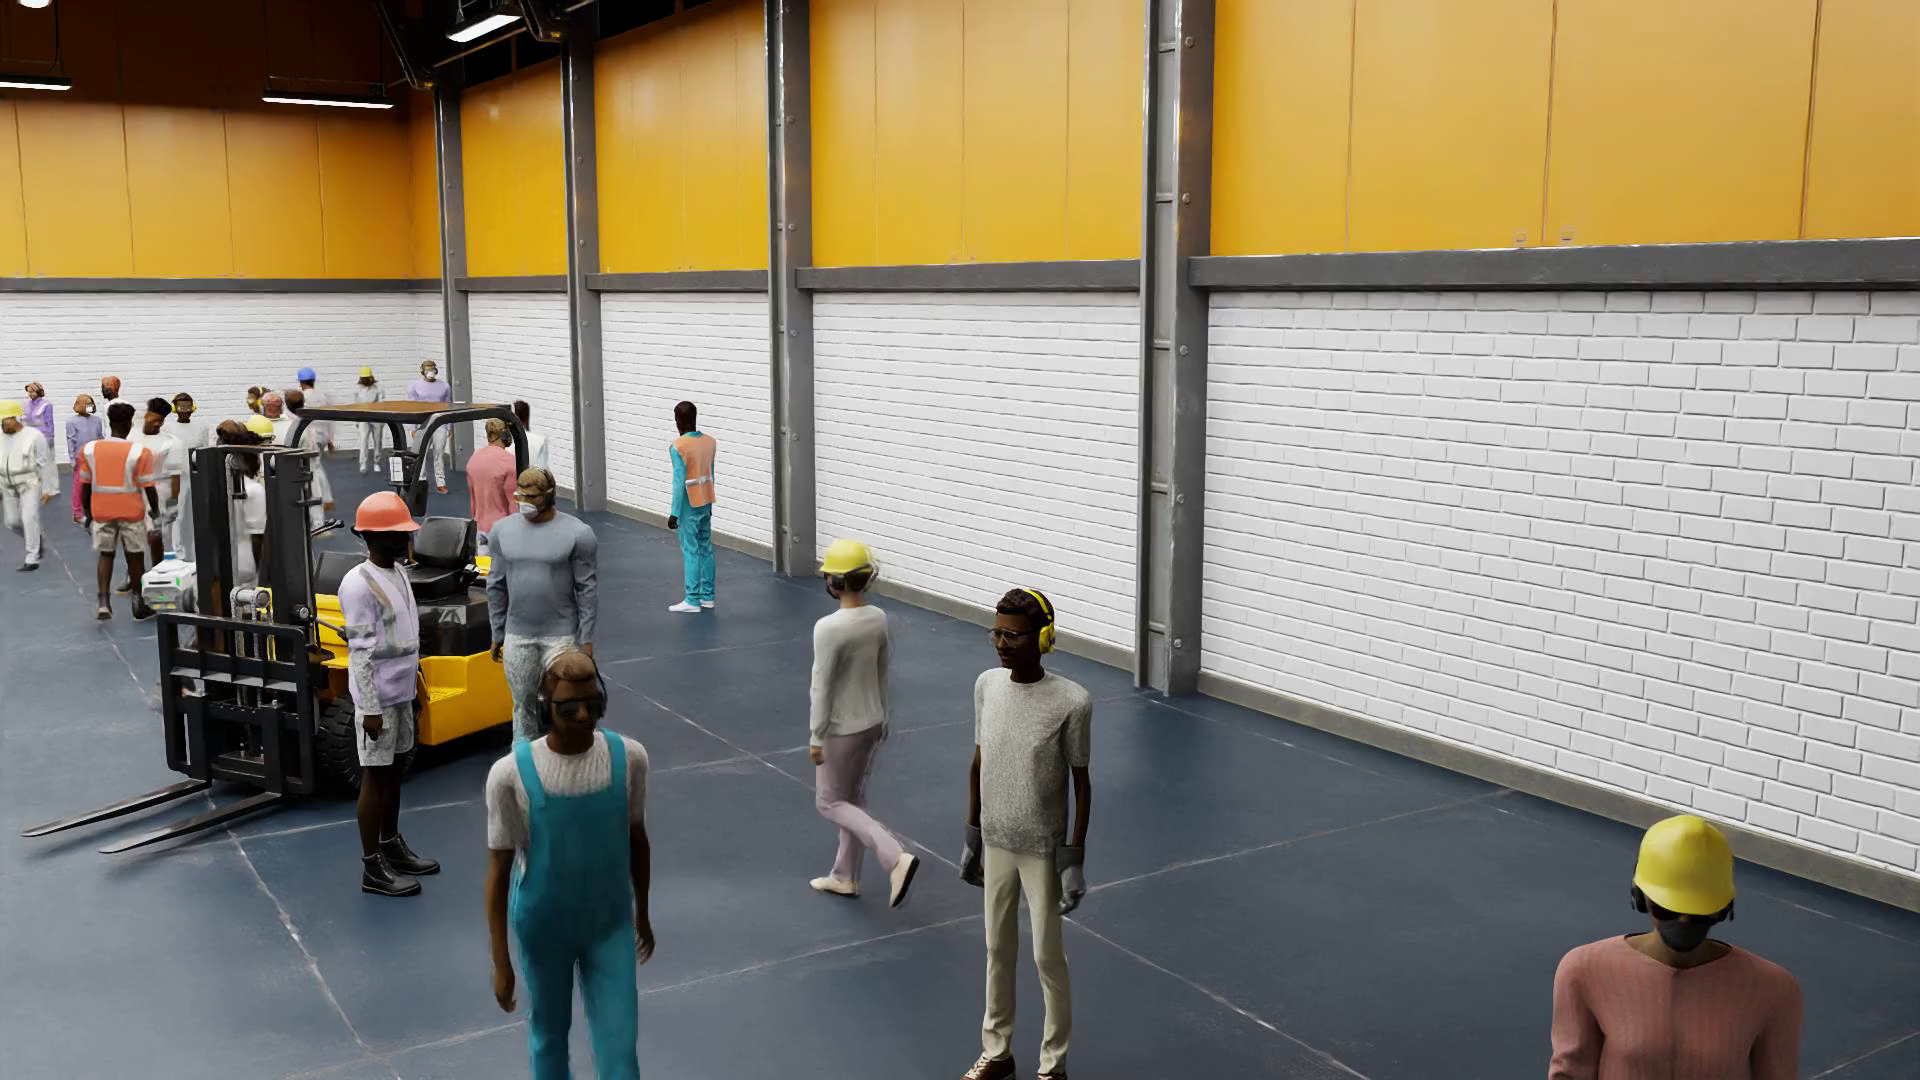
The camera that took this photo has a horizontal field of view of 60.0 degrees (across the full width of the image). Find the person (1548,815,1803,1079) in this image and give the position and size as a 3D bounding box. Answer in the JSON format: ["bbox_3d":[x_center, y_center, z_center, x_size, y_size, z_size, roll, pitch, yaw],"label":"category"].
[{"bbox_3d":[1.581,1.458,3.733,0.518,1.756,0.351,3,9,17],"label":"person"}]

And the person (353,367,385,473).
[{"bbox_3d":[-9.411,-1.897,26.517,0.500,1.697,0.913,-2,9,-14],"label":"person"}]

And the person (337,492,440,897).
[{"bbox_3d":[-2.745,0.730,8.026,0.361,1.939,0.543,0,8,2],"label":"person"}]

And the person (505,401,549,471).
[{"bbox_3d":[-4.054,-0.355,15.598,0.644,1.871,0.861,2,9,14],"label":"person"}]

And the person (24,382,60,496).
[{"bbox_3d":[-13.066,-1.432,23.650,0.504,1.630,0.323,4,9,22],"label":"person"}]

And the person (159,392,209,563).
[{"bbox_3d":[-8.059,-0.615,17.359,0.514,1.862,0.327,-6,11,-37],"label":"person"}]

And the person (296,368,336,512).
[{"bbox_3d":[-8.625,-1.321,21.975,0.984,1.893,0.623,4,9,26],"label":"person"}]

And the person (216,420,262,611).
[{"bbox_3d":[-5.993,-0.077,13.786,0.429,1.847,0.627,-5,10,-30],"label":"person"}]

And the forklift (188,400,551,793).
[{"bbox_3d":[-3.529,0.258,10.348,1.214,2.155,2.313,4,9,25],"label":"forklift"}]

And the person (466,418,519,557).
[{"bbox_3d":[-3.691,-0.048,13.322,0.624,1.932,0.373,7,11,39],"label":"person"}]

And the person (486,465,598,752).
[{"bbox_3d":[-2.343,0.538,9.340,0.627,1.935,0.371,1,8,4],"label":"person"}]

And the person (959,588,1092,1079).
[{"bbox_3d":[0.220,1.087,5.844,0.521,1.874,0.328,6,10,35],"label":"person"}]

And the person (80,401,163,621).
[{"bbox_3d":[-7.312,-0.240,14.509,0.666,1.953,0.481,-1,8,-5],"label":"person"}]

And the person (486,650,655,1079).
[{"bbox_3d":[-1.169,1.230,5.116,0.538,1.793,0.977,-4,9,-24],"label":"person"}]

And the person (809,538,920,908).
[{"bbox_3d":[-0.464,0.864,7.752,0.620,1.744,0.532,5,10,31],"label":"person"}]

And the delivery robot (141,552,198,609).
[{"bbox_3d":[-7.059,0.355,14.882,0.477,0.478,0.707,-2,9,-10],"label":"delivery robot"}]

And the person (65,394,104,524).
[{"bbox_3d":[-10.957,-1.019,20.875,0.287,1.626,0.497,4,9,24],"label":"person"}]

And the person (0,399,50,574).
[{"bbox_3d":[-9.695,-0.574,17.261,0.621,1.808,0.632,1,8,4],"label":"person"}]

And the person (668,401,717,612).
[{"bbox_3d":[-2.417,-0.301,15.059,0.392,1.914,0.589,4,9,26],"label":"person"}]

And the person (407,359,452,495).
[{"bbox_3d":[-7.570,-1.613,23.817,0.630,1.940,0.372,-6,10,-36],"label":"person"}]

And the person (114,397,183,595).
[{"bbox_3d":[-7.682,-0.406,15.759,0.698,1.913,0.379,1,8,4],"label":"person"}]

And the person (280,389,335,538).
[{"bbox_3d":[-7.589,-0.849,19.200,0.687,1.793,0.701,1,9,10],"label":"person"}]

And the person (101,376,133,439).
[{"bbox_3d":[-10.310,-1.074,20.413,0.372,1.874,0.575,0,8,-3],"label":"person"}]

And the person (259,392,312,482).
[{"bbox_3d":[-6.735,-0.502,16.421,0.642,1.913,0.410,-5,10,-28],"label":"person"}]
